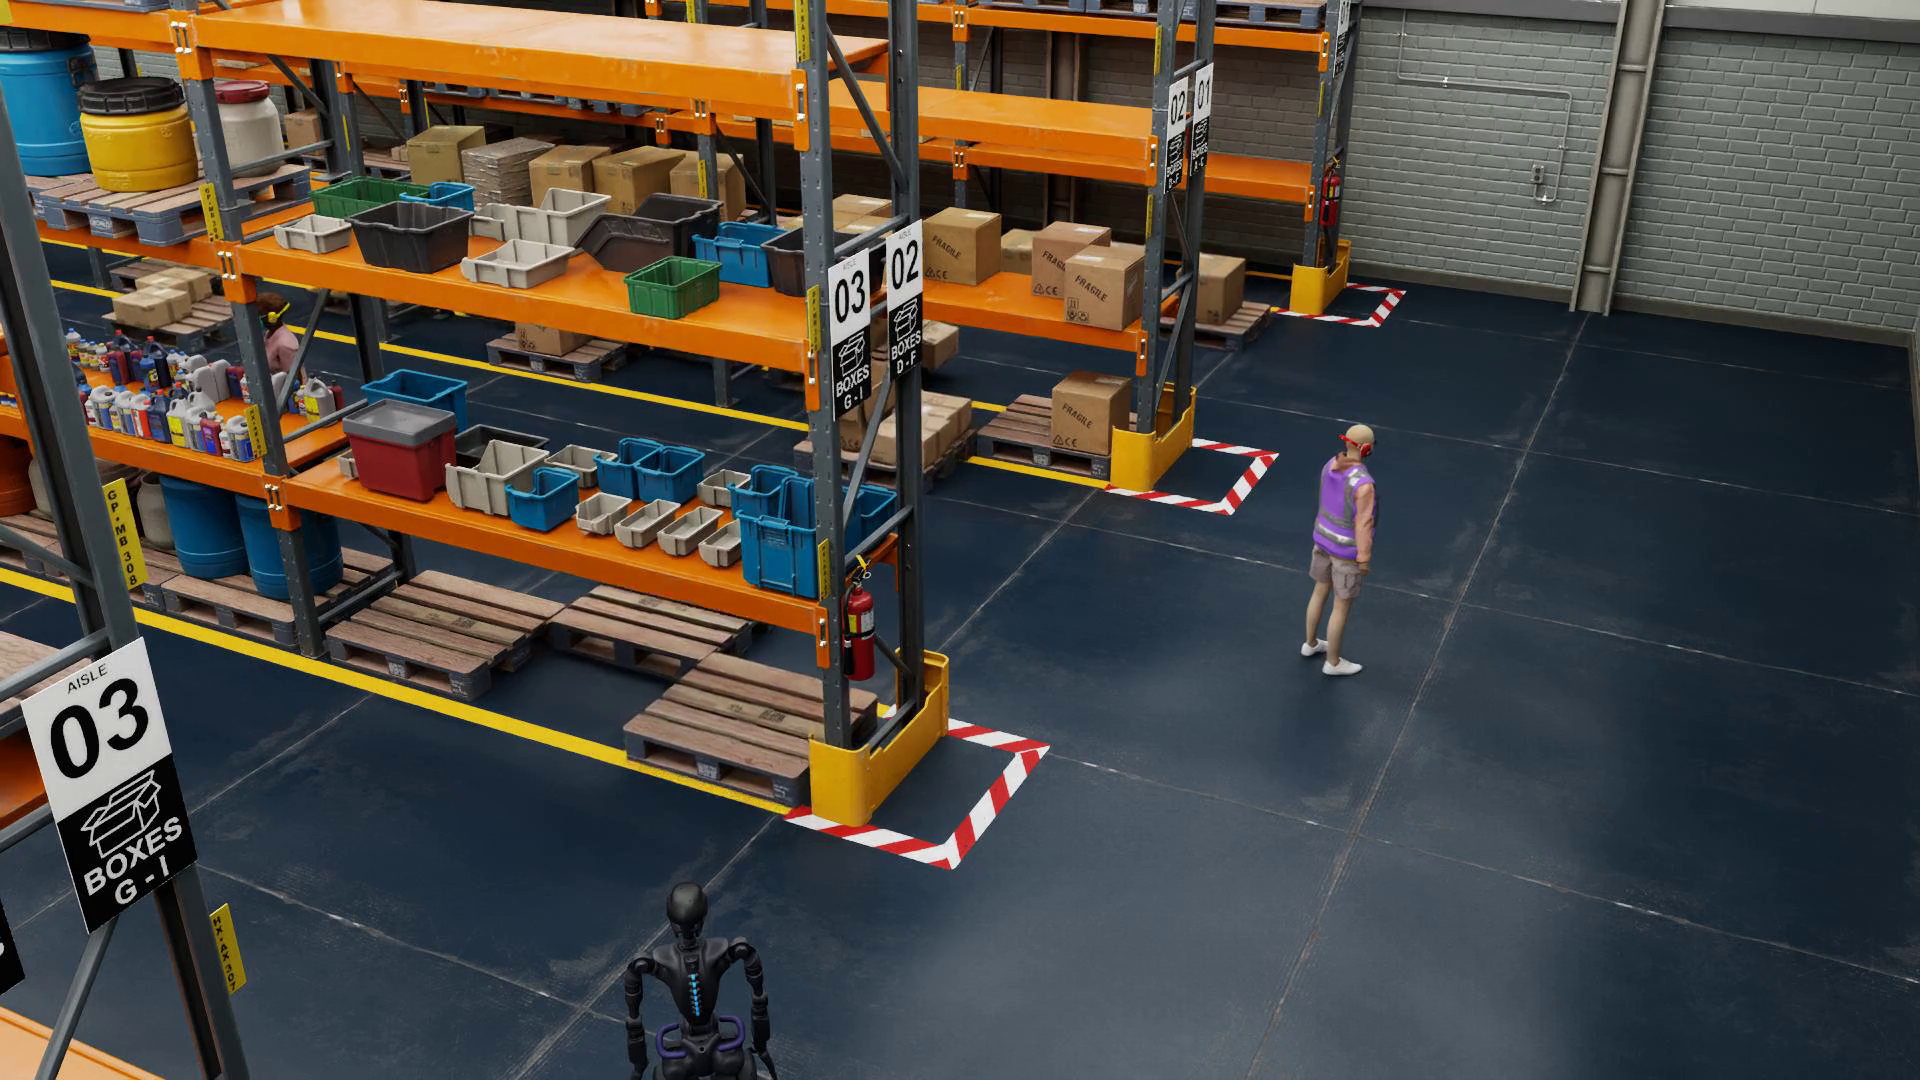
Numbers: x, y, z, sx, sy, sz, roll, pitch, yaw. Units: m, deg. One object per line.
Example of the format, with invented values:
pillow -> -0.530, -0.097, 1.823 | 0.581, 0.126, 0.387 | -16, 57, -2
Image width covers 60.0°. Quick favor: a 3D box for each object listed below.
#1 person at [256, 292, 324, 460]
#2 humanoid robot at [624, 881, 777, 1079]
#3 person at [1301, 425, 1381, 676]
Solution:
person -> -5.076, -1.011, 12.624 | 0.336, 1.800, 0.520 | -17, 31, -31
humanoid robot -> -1.024, 2.050, 6.546 | 0.599, 1.657, 0.315 | -6, 27, -11
person -> 2.430, 0.059, 10.586 | 0.349, 1.688, 0.489 | -11, 28, -21
